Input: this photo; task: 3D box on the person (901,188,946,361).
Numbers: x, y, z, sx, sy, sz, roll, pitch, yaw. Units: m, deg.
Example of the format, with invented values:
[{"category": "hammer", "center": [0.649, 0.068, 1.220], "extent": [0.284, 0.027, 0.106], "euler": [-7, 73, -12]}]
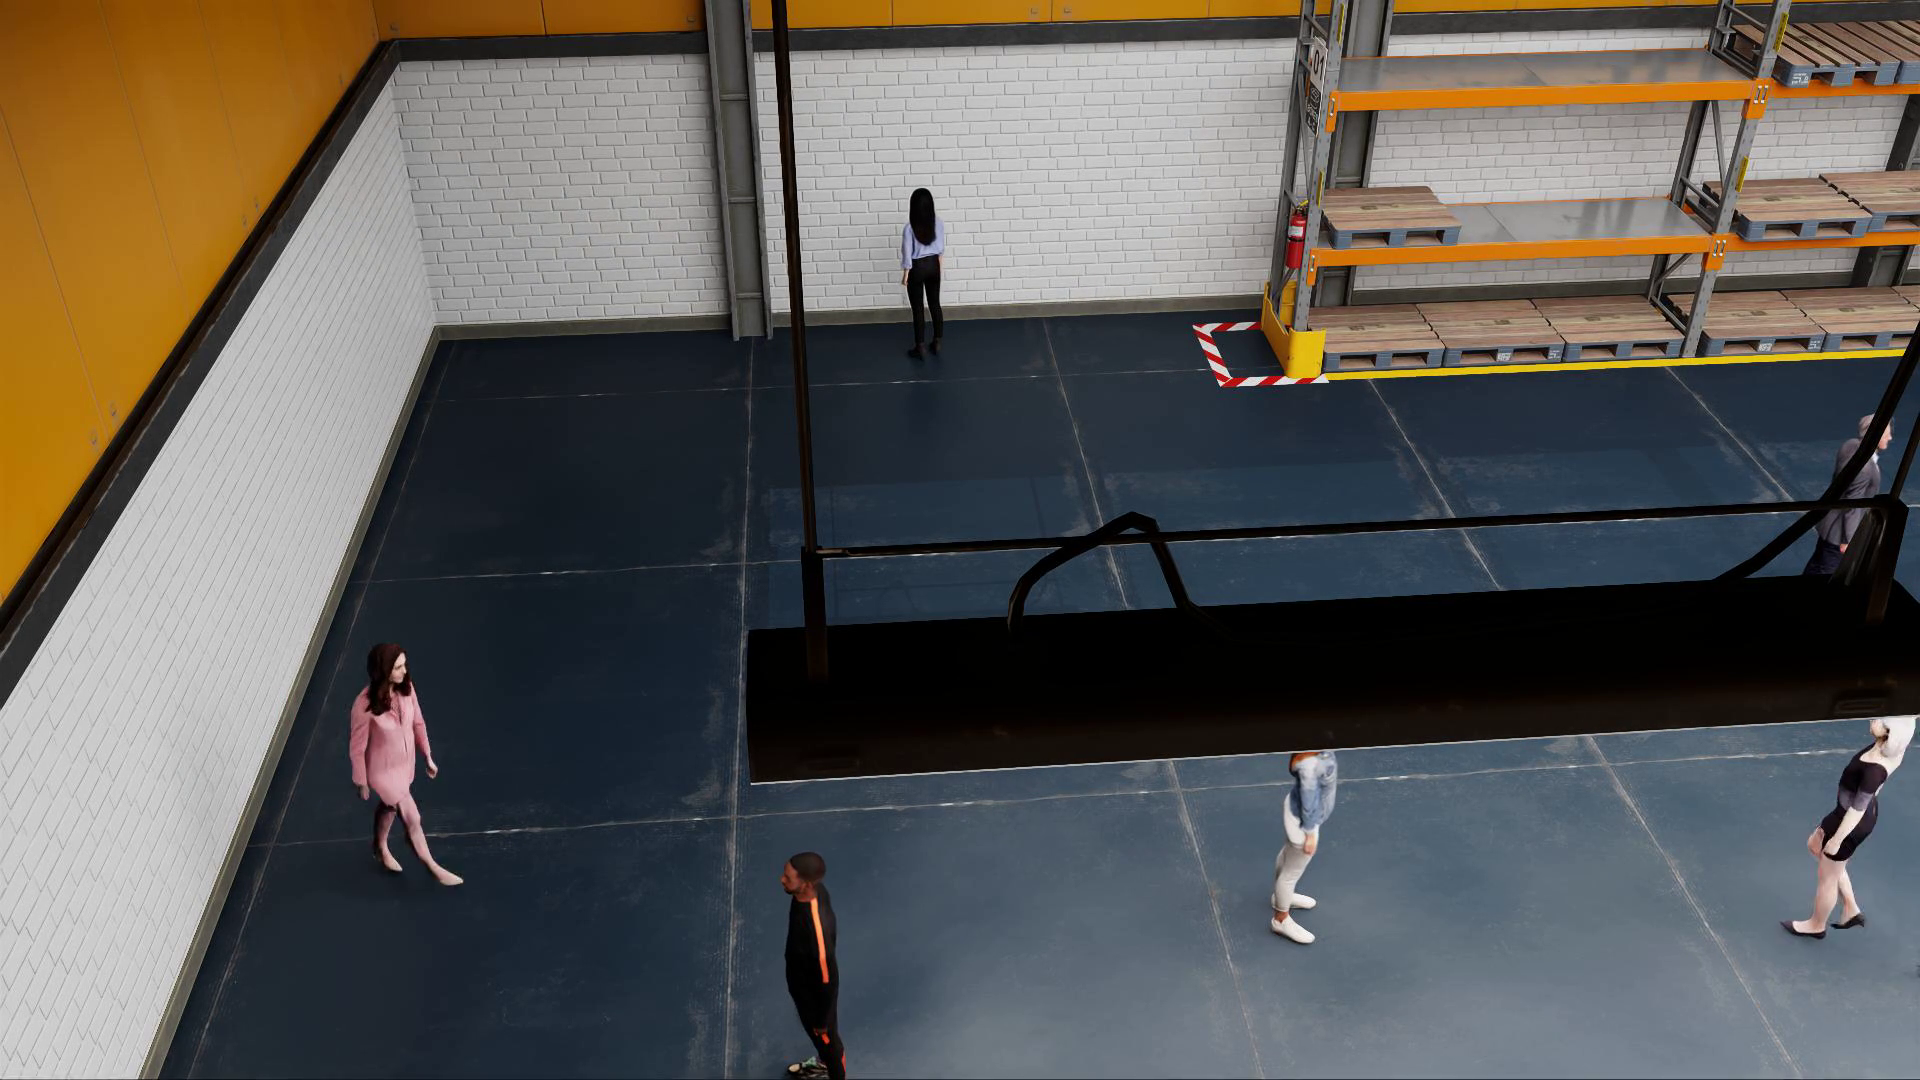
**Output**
[{"category": "person", "center": [-0.352, -2.585, 16.149], "extent": [0.664, 1.743, 0.791], "euler": [-20, 39, -27]}]

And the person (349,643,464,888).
[{"category": "person", "center": [-3.546, 1.385, 10.167], "extent": [1.067, 1.753, 0.924], "euler": [20, 38, 27]}]

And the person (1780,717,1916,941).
[{"category": "person", "center": [5.258, 1.691, 9.644], "extent": [0.842, 1.822, 0.782], "euler": [24, 40, 31]}]

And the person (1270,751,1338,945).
[{"category": "person", "center": [2.022, 1.631, 9.844], "extent": [0.618, 1.703, 0.671], "euler": [7, 34, 11]}]

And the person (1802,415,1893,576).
[{"category": "person", "center": [6.563, -0.131, 12.369], "extent": [0.742, 1.842, 0.795], "euler": [9, 35, 13]}]

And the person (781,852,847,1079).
[{"category": "person", "center": [-0.756, 2.314, 8.721], "extent": [0.599, 1.807, 0.675], "euler": [-10, 35, -14]}]
